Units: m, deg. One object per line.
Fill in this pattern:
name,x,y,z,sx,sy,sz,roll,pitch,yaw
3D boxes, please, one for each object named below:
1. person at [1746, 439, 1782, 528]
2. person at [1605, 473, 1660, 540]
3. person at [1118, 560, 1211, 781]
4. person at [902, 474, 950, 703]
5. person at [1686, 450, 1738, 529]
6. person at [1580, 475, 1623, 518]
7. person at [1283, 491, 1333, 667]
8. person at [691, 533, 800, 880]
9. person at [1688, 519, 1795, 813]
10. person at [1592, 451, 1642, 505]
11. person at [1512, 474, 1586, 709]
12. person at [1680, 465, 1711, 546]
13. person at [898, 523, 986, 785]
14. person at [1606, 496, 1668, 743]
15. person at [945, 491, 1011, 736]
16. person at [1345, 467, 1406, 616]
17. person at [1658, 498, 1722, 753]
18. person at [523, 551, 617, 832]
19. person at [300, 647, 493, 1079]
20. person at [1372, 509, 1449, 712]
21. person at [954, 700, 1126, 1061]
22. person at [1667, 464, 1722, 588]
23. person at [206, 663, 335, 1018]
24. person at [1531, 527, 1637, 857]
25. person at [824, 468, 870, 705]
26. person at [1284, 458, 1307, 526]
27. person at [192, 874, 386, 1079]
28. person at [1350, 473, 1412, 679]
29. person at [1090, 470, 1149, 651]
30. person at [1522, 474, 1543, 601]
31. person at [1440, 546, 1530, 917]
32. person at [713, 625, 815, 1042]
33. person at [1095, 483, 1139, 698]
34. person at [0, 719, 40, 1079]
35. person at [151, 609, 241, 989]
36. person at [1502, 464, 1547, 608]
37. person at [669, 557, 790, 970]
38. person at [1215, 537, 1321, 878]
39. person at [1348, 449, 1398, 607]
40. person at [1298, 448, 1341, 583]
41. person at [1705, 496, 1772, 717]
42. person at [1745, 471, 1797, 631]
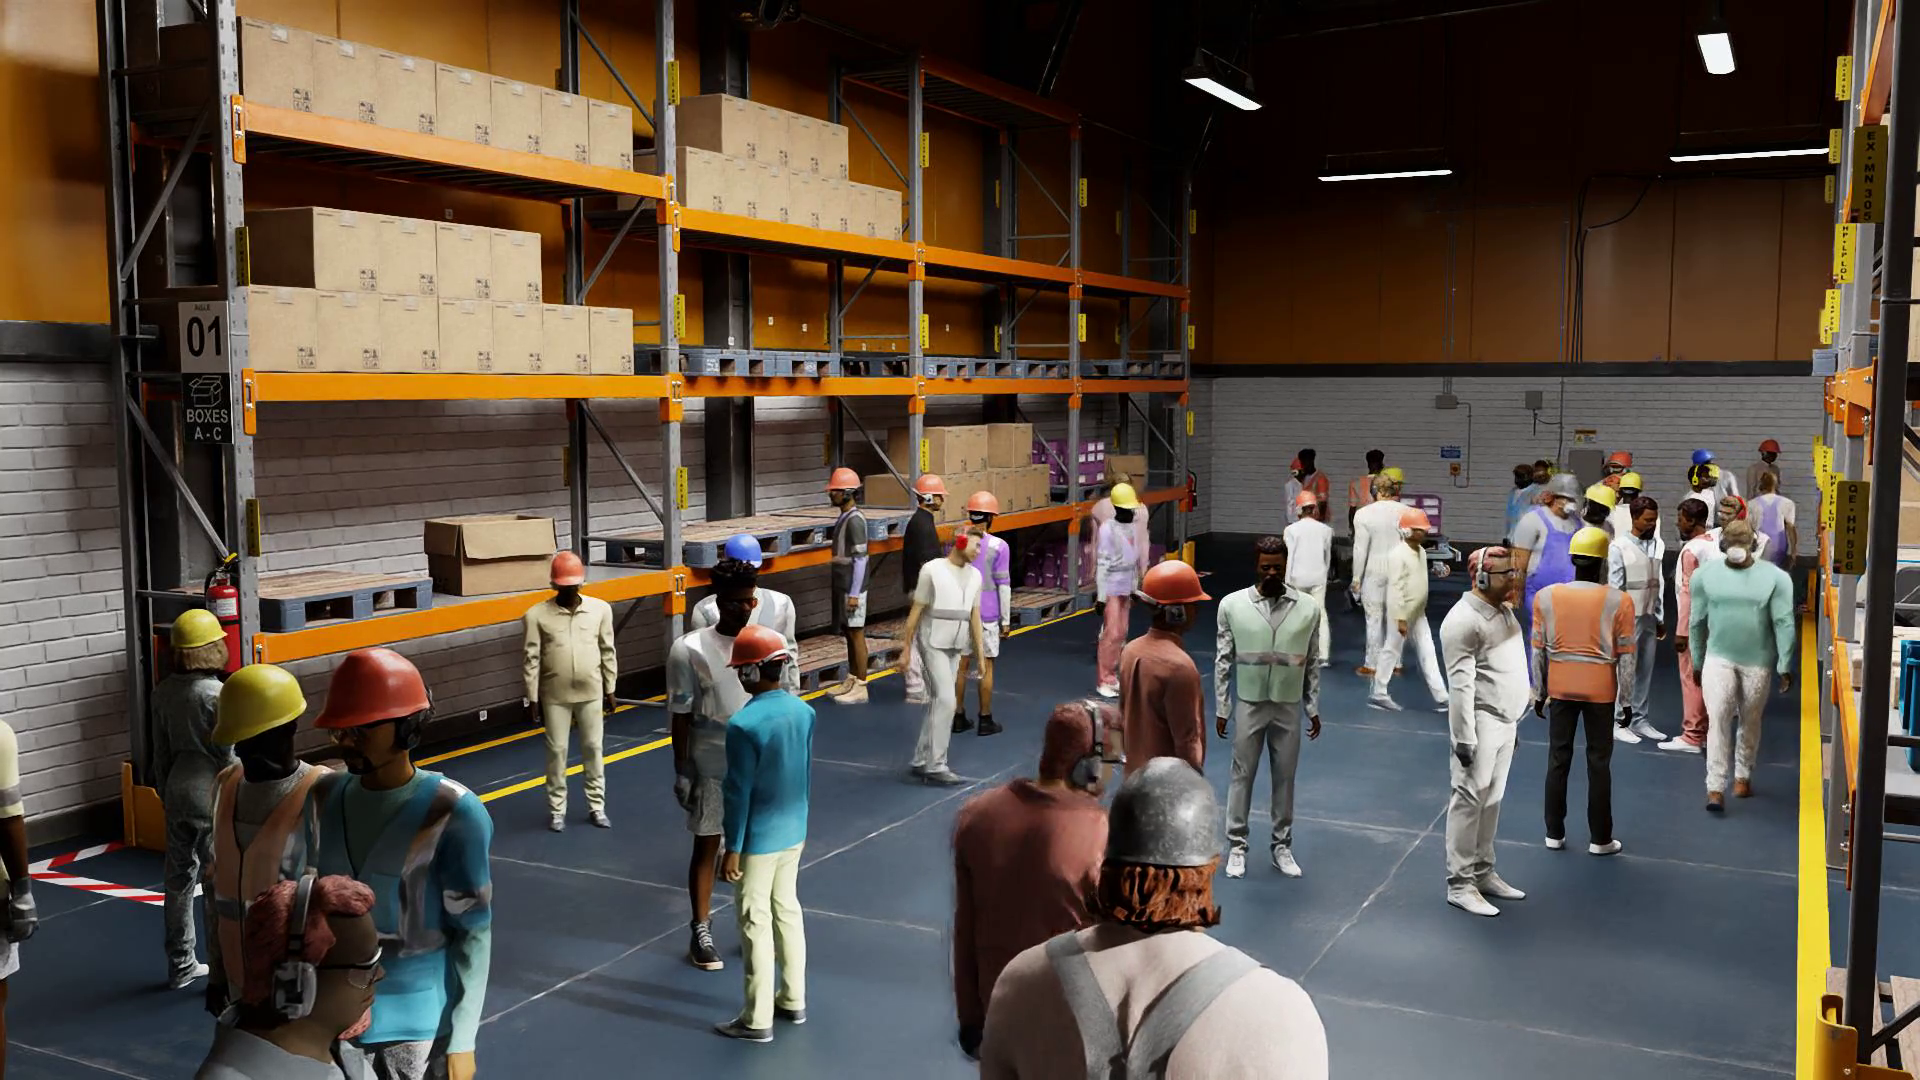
person,11.519,-0.450,23.821,0.615,1.985,0.412,-2,6,-24
person,6.448,0.304,16.112,0.592,1.911,0.398,2,6,23
person,0.905,1.082,7.271,0.378,1.996,0.610,-2,6,-20
person,-0.294,0.420,14.487,0.414,1.987,0.621,0,5,1
person,10.183,-0.278,22.493,0.686,1.883,0.482,2,6,16
person,6.343,0.303,16.288,0.575,1.880,0.359,0,5,0
person,3.396,0.376,16.362,0.590,1.710,0.880,-2,6,-18
person,-1.195,0.926,9.284,0.613,1.941,0.404,-2,6,-20
person,5.070,0.805,10.831,0.651,1.884,1.028,3,6,29
person,7.694,-0.045,19.492,0.414,1.986,0.637,-5,7,-43
person,5.137,0.416,14.201,0.700,2.000,0.813,-2,6,-22
person,8.241,0.090,18.625,0.323,1.871,0.528,3,6,30
person,-0.073,0.786,11.515,0.645,1.790,0.659,4,7,37
person,5.210,0.611,12.847,0.598,1.907,0.408,-3,6,-33
person,0.154,0.580,13.089,0.549,1.924,0.391,2,6,25
person,4.959,0.028,19.721,0.697,1.794,0.633,1,5,9
person,5.544,0.641,12.507,0.405,1.909,0.597,4,7,39
person,-2.399,0.930,10.275,0.578,1.737,0.355,-2,6,-24
person,-1.580,1.308,4.589,0.608,2.044,0.371,2,6,19
person,3.828,0.602,13.856,0.860,1.713,0.594,5,7,43
person,0.263,1.385,4.660,0.686,1.885,0.489,5,7,41
person,9.566,-0.127,21.659,0.613,1.736,0.563,5,7,41
person,-2.090,1.321,5.099,0.586,1.920,0.379,2,6,23
person,3.656,0.884,9.767,0.587,1.927,0.369,3,6,33
person,-0.976,0.397,14.383,0.391,2.045,0.608,-1,5,-13
person,4.706,-0.271,23.113,0.327,1.752,0.561,4,7,35
person,-1.150,1.533,2.962,0.401,1.900,0.643,-1,5,-8
person,3.962,0.337,15.616,0.627,1.937,0.372,-1,5,-14
person,1.555,0.257,16.663,0.638,1.914,0.852,4,6,34
person,7.267,-0.026,21.174,0.502,1.627,0.277,-4,7,-37
person,2.781,0.986,8.757,0.410,1.913,0.643,4,7,39
person,-0.841,1.229,7.070,0.352,1.738,0.573,3,6,26
person,1.427,0.441,14.689,0.425,1.902,0.684,3,6,32
person,-3.572,1.221,5.925,0.613,1.965,0.361,1,5,10
person,-3.431,1.179,7.560,0.487,1.746,0.290,2,6,20
person,7.030,-0.055,20.571,0.972,1.797,0.615,-1,5,-11
person,-1.075,1.048,7.879,0.609,1.959,0.367,-3,6,-27
person,1.724,0.929,9.334,0.597,1.916,0.371,0,5,-2
person,5.137,-0.149,20.685,0.612,1.962,0.363,2,6,19
person,4.974,-0.338,23.091,0.831,1.916,0.628,-2,6,-22
person,6.443,0.546,13.855,0.373,1.840,0.570,-5,7,-43
person,9.104,0.126,18.689,0.540,1.798,0.924,2,6,21
